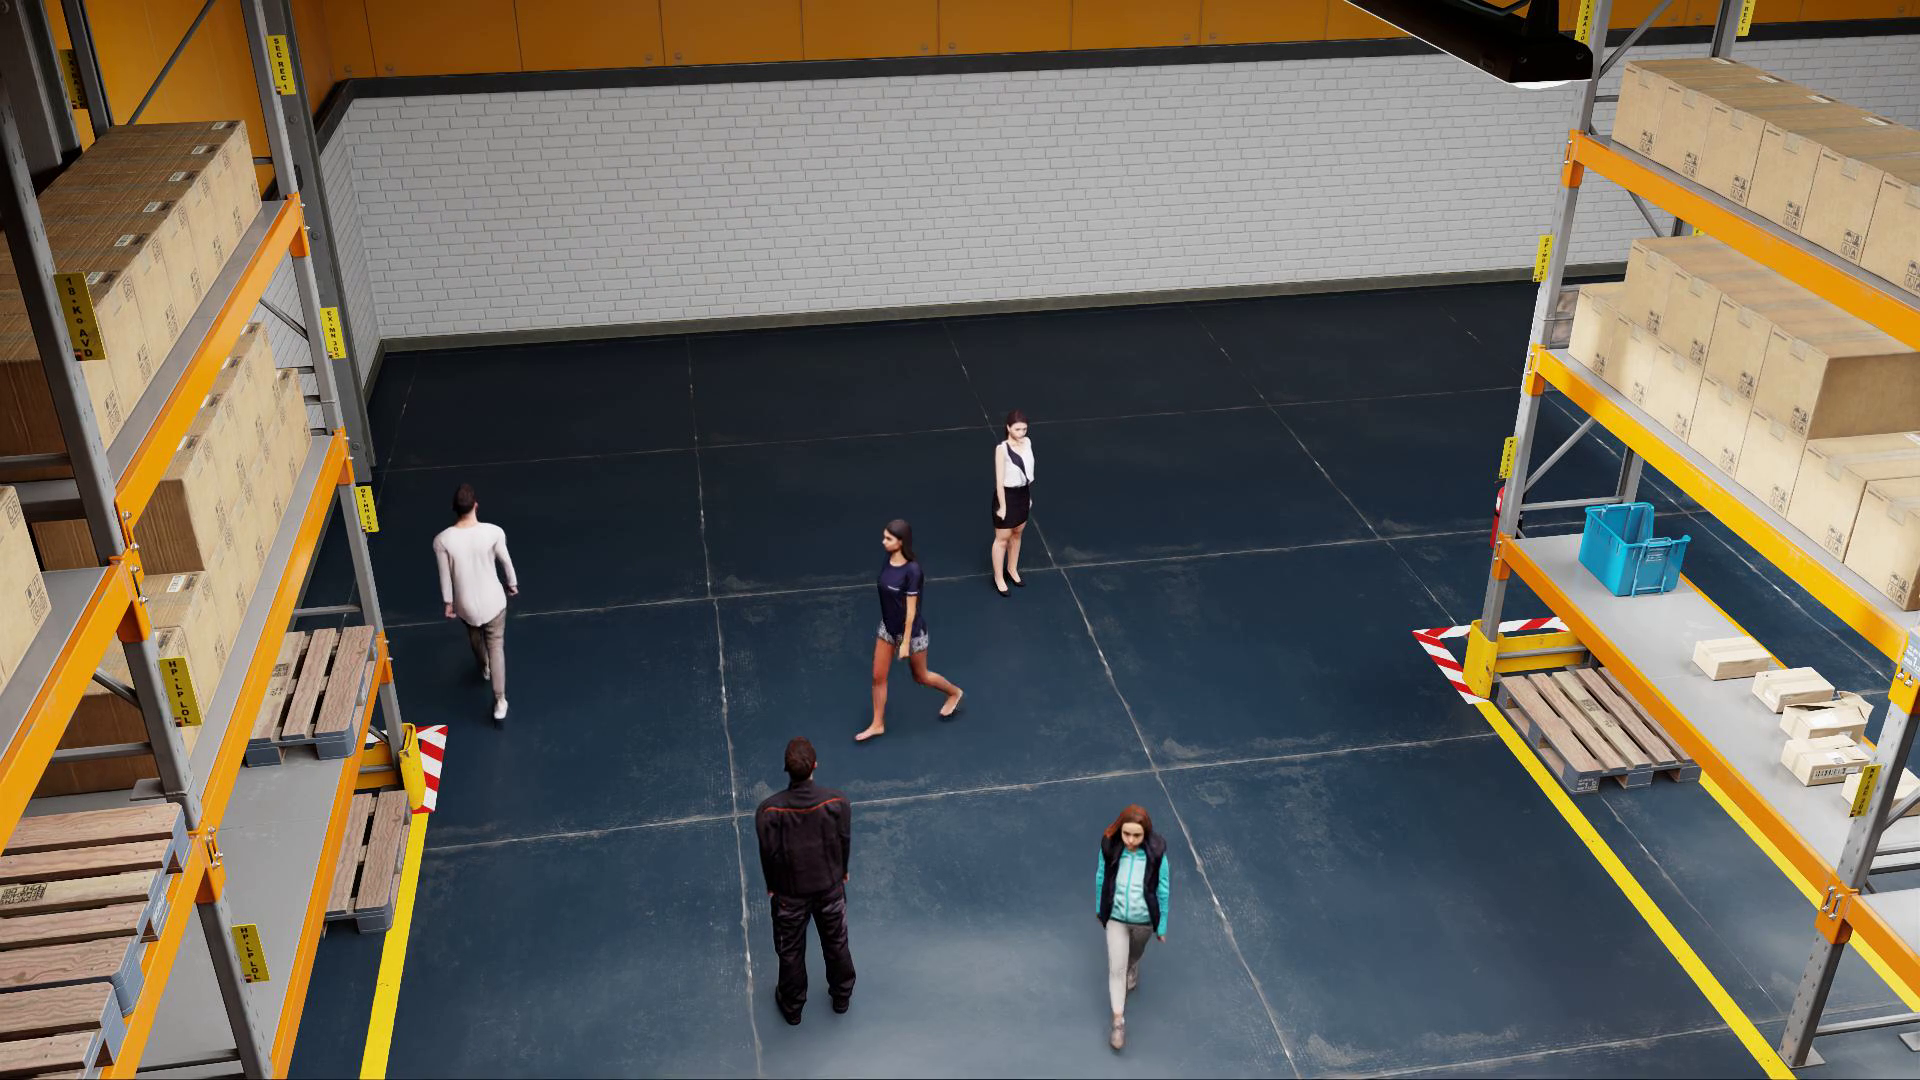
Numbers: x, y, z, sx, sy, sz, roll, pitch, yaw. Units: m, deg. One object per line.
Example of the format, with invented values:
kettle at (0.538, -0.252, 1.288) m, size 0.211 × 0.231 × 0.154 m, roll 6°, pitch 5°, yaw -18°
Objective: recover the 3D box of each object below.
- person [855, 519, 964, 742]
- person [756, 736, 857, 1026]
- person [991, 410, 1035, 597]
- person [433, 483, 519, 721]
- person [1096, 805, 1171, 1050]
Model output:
person at (-0.329, 0.646, 11.976) m, size 0.971 × 1.729 × 1.116 m, roll -20°, pitch 34°, yaw -32°
person at (-0.862, 1.928, 9.431) m, size 0.695 × 1.915 × 0.600 m, roll -7°, pitch 29°, yaw -12°
person at (0.432, -0.324, 13.838) m, size 0.675 × 1.650 × 0.639 m, roll 25°, pitch 37°, yaw 38°
person at (-3.523, 0.474, 12.222) m, size 0.758 × 1.796 × 1.167 m, roll -7°, pitch 29°, yaw -13°
person at (0.999, 2.108, 9.575) m, size 0.776 × 1.462 × 1.038 m, roll 5°, pitch 29°, yaw 8°
